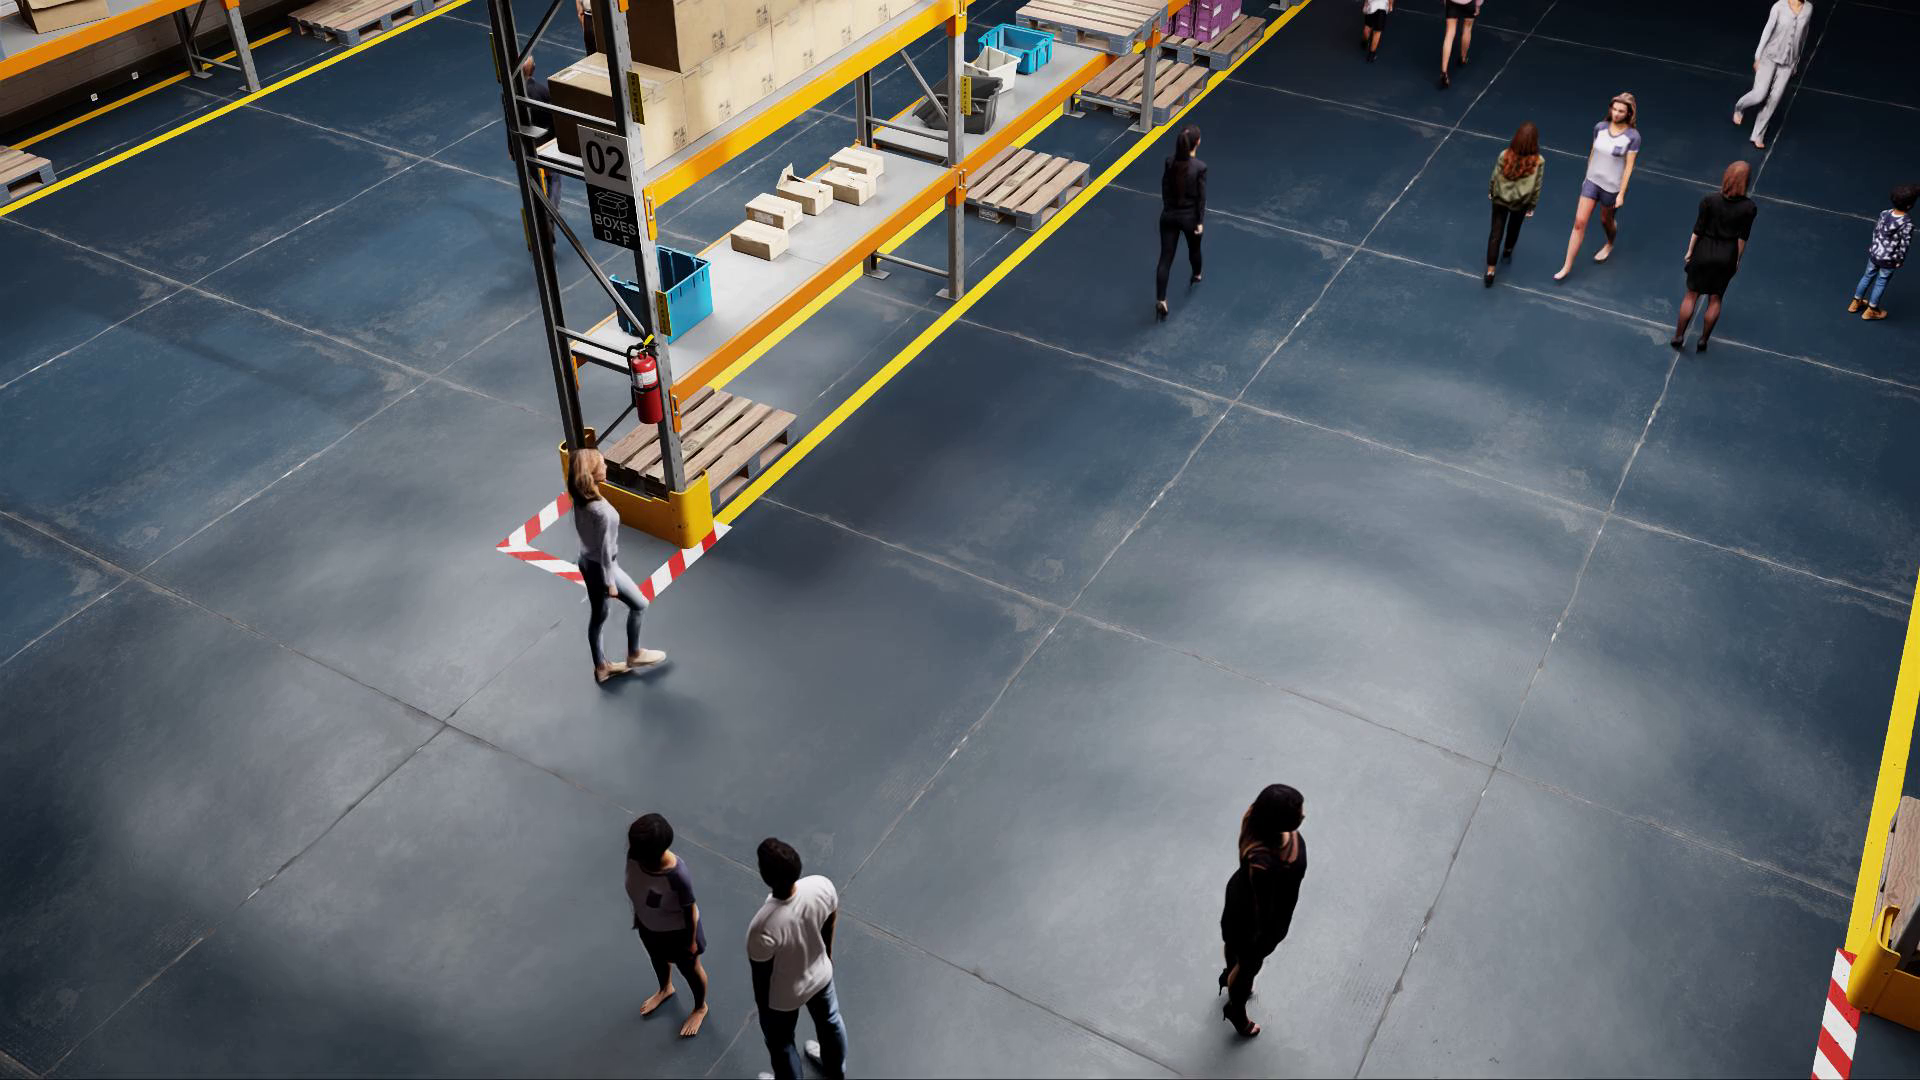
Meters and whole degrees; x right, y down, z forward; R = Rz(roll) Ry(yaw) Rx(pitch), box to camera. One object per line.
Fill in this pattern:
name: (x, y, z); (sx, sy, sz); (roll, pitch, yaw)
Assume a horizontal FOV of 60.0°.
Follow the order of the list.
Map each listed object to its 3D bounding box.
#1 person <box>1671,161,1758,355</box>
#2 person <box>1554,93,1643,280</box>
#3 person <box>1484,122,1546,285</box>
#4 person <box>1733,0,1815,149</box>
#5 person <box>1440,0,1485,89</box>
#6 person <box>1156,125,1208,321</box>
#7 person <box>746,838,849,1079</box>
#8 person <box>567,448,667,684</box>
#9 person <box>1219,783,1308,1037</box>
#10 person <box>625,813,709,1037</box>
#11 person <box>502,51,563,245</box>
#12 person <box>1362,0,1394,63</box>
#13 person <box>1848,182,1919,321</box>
person: (6.226, -2.322, 13.737); (0.617, 1.703, 0.549); (13, 41, 16)
person: (5.790, -3.163, 14.803); (1.147, 1.687, 0.833); (-31, 48, -32)
person: (4.869, -2.954, 14.743); (0.720, 1.435, 1.014); (12, 40, 14)
person: (8.298, -4.924, 16.947); (0.807, 1.762, 0.911); (-1, 39, -1)
person: (5.390, -5.749, 17.969); (0.652, 1.778, 0.992); (19, 42, 22)
person: (1.847, -2.673, 14.215); (0.590, 1.655, 1.033); (20, 43, 23)
person: (-0.792, 2.115, 8.055); (0.622, 1.860, 0.796); (-29, 47, -31)
person: (-2.341, 0.207, 10.509); (0.849, 1.779, 0.780); (-21, 43, -24)
person: (1.509, 1.862, 8.486); (0.799, 1.718, 0.679); (4, 39, 5)
person: (-1.503, 1.934, 8.518); (0.575, 1.565, 0.540); (23, 44, 26)
person: (-3.884, -3.556, 15.218); (0.971, 1.783, 1.119); (0, 39, 0)
person: (4.701, -6.003, 18.715); (0.569, 1.244, 0.775); (13, 40, 16)
person: (7.981, -2.493, 14.314); (0.636, 1.251, 0.587); (-15, 41, -18)
